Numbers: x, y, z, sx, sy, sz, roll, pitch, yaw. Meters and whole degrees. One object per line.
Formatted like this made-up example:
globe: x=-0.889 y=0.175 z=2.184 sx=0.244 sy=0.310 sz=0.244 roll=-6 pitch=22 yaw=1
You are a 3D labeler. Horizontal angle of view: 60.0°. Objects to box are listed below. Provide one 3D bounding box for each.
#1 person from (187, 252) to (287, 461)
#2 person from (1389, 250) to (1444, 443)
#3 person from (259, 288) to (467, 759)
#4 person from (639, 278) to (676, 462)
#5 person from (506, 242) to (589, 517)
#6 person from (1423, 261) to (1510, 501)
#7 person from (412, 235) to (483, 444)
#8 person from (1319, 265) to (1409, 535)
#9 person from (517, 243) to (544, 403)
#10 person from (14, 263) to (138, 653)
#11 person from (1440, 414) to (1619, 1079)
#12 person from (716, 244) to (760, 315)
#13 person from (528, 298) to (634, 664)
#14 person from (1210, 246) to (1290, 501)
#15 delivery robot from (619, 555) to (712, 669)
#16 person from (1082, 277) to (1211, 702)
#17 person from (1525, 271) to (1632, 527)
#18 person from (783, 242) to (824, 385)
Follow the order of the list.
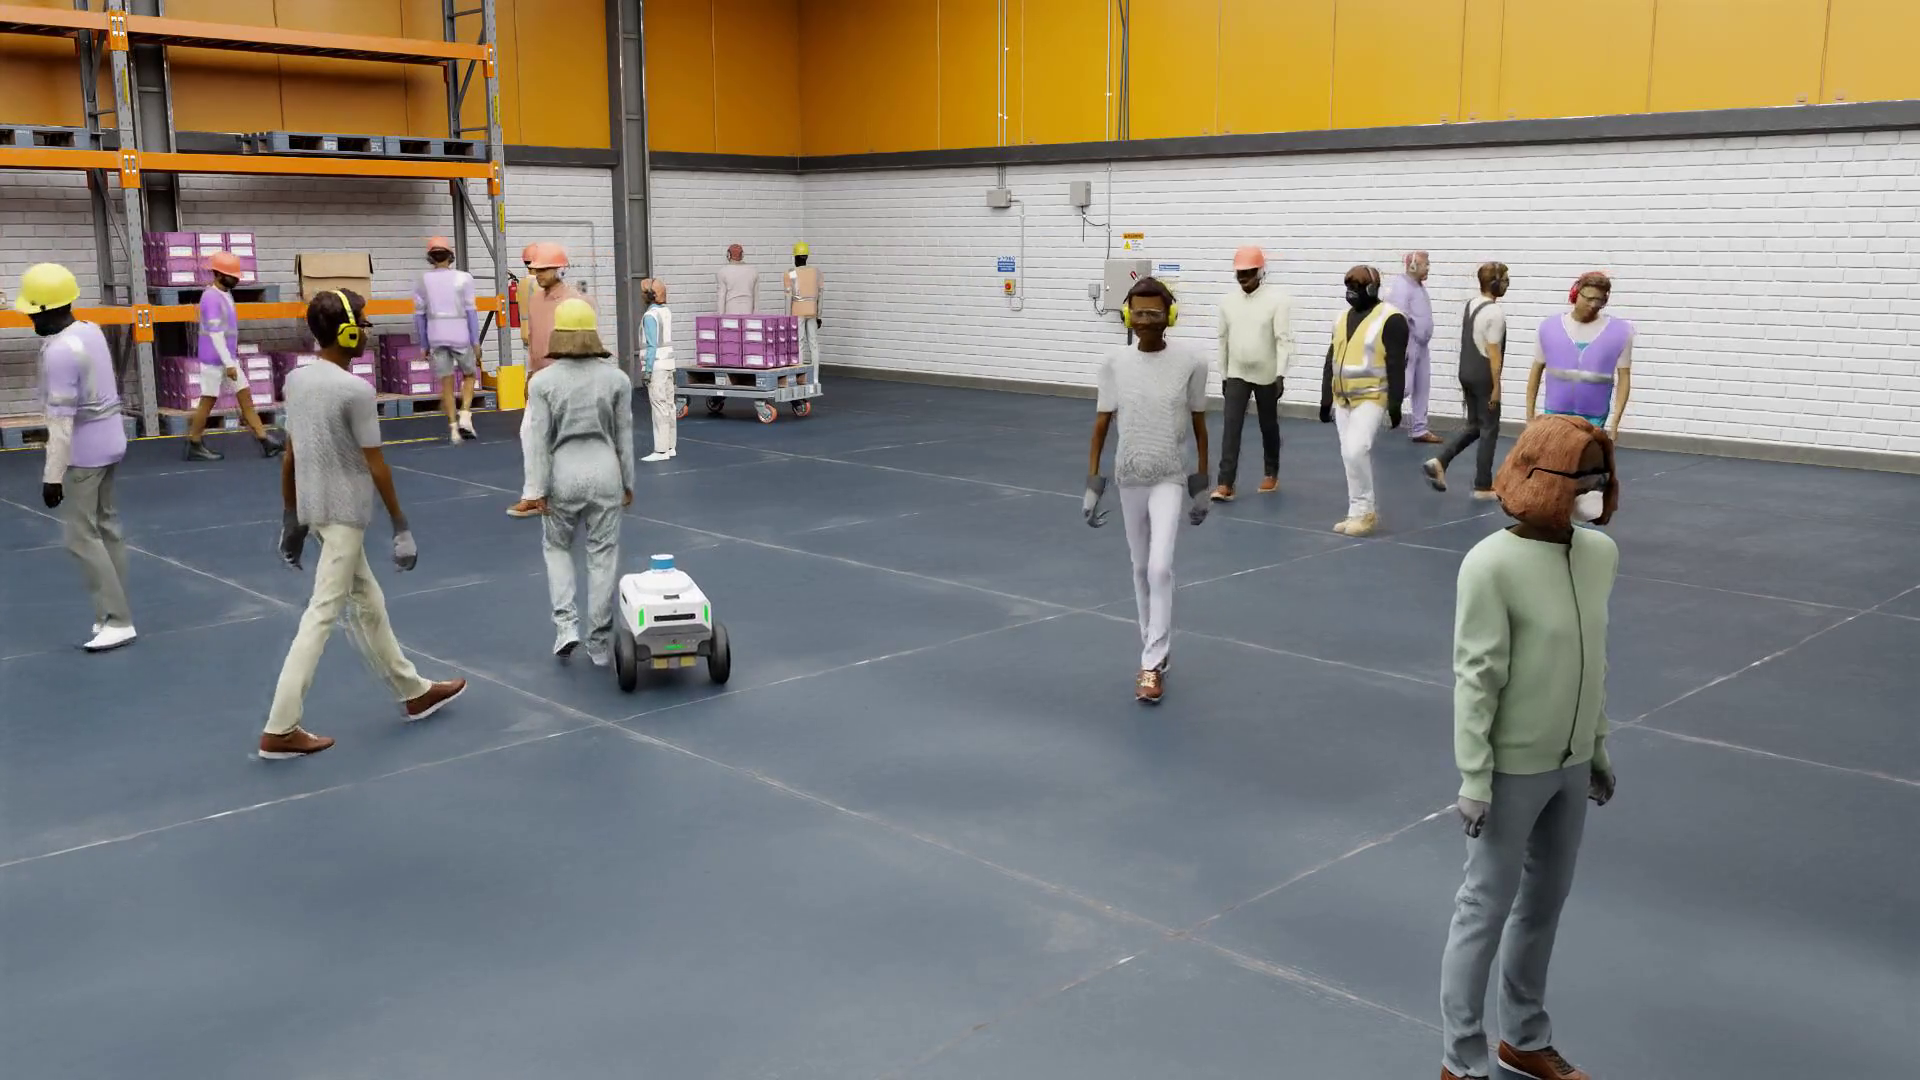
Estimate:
person: x=-6.509 y=-1.622 z=14.856 sx=0.971 sy=1.866 sz=0.616 roll=-1 pitch=10 yaw=-6
person: x=4.343 y=-1.884 z=16.246 sx=0.749 sy=1.883 sz=0.650 roll=8 pitch=13 yaw=37
person: x=-2.404 y=-0.082 z=6.607 sx=0.536 sy=1.813 sz=0.995 roll=8 pitch=13 yaw=37
person: x=-2.717 y=-1.524 z=14.944 sx=0.310 sy=1.642 sz=0.514 roll=2 pitch=11 yaw=8
person: x=-2.940 y=-1.125 z=11.865 sx=0.646 sy=1.963 sz=0.817 roll=7 pitch=12 yaw=32
person: x=3.902 y=-1.195 z=12.620 sx=0.573 sy=1.833 sz=0.523 roll=-3 pitch=11 yaw=-15
person: x=-4.974 y=-1.945 z=16.208 sx=0.642 sy=2.014 sz=0.472 roll=-1 pitch=10 yaw=-3
person: x=2.666 y=-0.929 z=11.196 sx=0.519 sy=1.822 sz=0.650 roll=-6 pitch=12 yaw=-28
person: x=-4.316 y=-2.063 z=17.064 sx=0.354 sy=1.942 sz=0.545 roll=-8 pitch=13 yaw=-39
person: x=-4.305 y=-0.401 z=8.171 sx=0.374 sy=1.886 sz=0.688 roll=-2 pitch=11 yaw=-9
person: x=1.314 y=0.523 z=3.803 sx=0.507 sy=1.632 sz=0.274 roll=-7 pitch=12 yaw=-33
person: x=-3.022 y=-3.040 z=22.490 sx=0.644 sy=1.907 sz=0.400 roll=-7 pitch=13 yaw=-34
person: x=-1.779 y=-0.268 z=7.878 sx=0.489 sy=1.731 sz=0.398 roll=-3 pitch=11 yaw=-18
person: x=2.262 y=-1.286 z=12.838 sx=0.621 sy=1.950 sz=1.020 roll=6 pitch=12 yaw=28
delivery robot: x=-1.361 y=0.311 z=7.649 sx=0.477 sy=0.478 sz=0.707 roll=-3 pitch=11 yaw=-17
person: x=0.801 y=-0.224 z=7.314 sx=0.536 sy=1.832 sz=0.850 roll=4 pitch=11 yaw=19
person: x=3.832 y=-0.754 z=10.349 sx=0.603 sy=1.807 sz=0.538 roll=4 pitch=11 yaw=22
person: x=-2.121 y=-3.047 z=22.458 sx=0.589 sy=1.930 sz=0.360 roll=-7 pitch=12 yaw=-33
